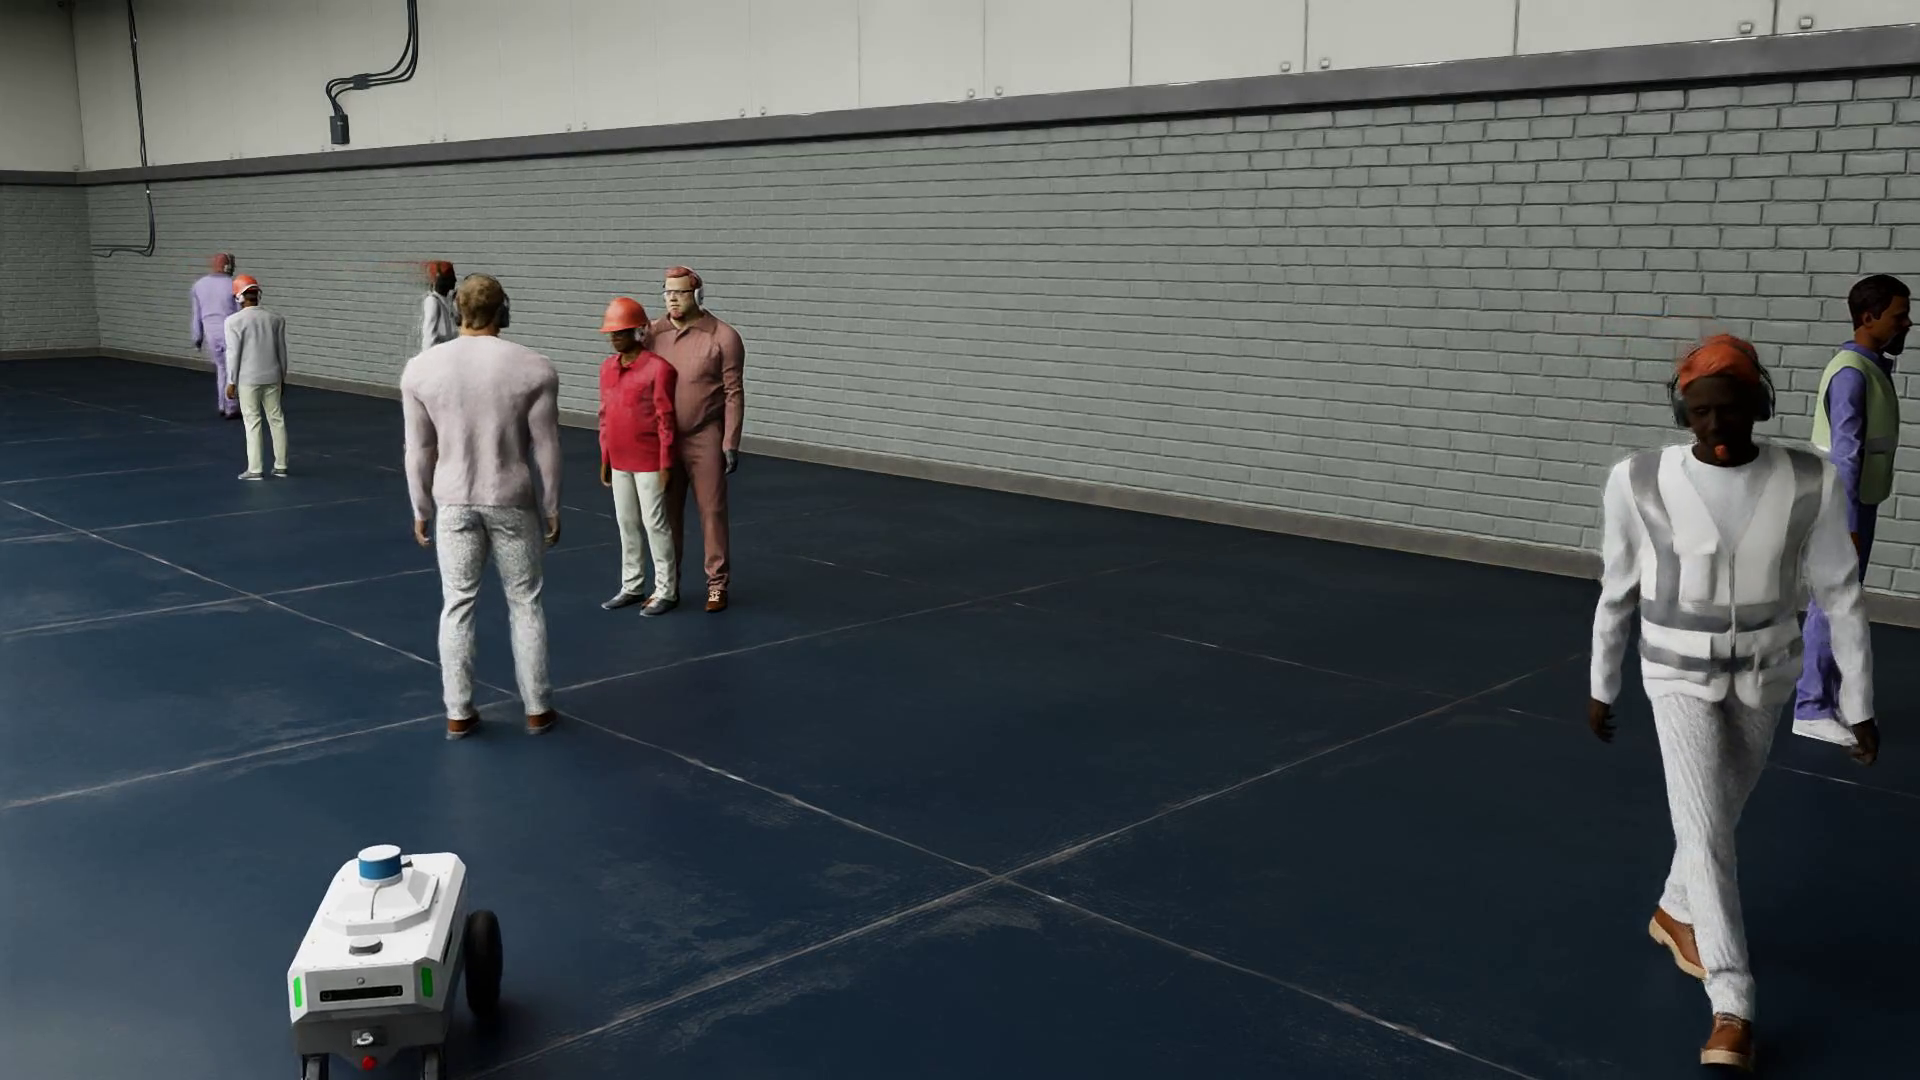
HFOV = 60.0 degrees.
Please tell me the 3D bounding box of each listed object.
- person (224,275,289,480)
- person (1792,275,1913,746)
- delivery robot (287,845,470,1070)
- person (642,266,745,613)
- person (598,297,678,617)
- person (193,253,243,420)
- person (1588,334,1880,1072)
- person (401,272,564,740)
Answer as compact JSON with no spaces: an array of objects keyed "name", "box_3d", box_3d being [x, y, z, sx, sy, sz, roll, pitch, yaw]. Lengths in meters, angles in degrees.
[{"name":"person","box_3d":[-6.020,-1.386,14.211,0.337,1.743,0.562,7,13,35]},{"name":"person","box_3d":[3.668,-0.128,6.873,0.377,1.917,0.600,7,12,32]},{"name":"delivery robot","box_3d":[-1.435,1.007,4.152,0.477,0.478,0.707,-2,11,-10]},{"name":"person","box_3d":[-1.514,-0.549,9.203,0.641,1.908,0.407,2,11,12]},{"name":"person","box_3d":[-1.790,-0.452,9.126,0.571,1.743,0.353,8,13,37]},{"name":"person","box_3d":[-8.293,-2.316,18.924,0.695,1.871,0.693,2,11,11]},{"name":"person","box_3d":[2.005,0.383,4.351,0.667,1.831,0.961,2,11,11]},{"name":"person","box_3d":[-1.962,-0.134,6.898,0.637,1.932,0.372,-1,10,-7]}]
